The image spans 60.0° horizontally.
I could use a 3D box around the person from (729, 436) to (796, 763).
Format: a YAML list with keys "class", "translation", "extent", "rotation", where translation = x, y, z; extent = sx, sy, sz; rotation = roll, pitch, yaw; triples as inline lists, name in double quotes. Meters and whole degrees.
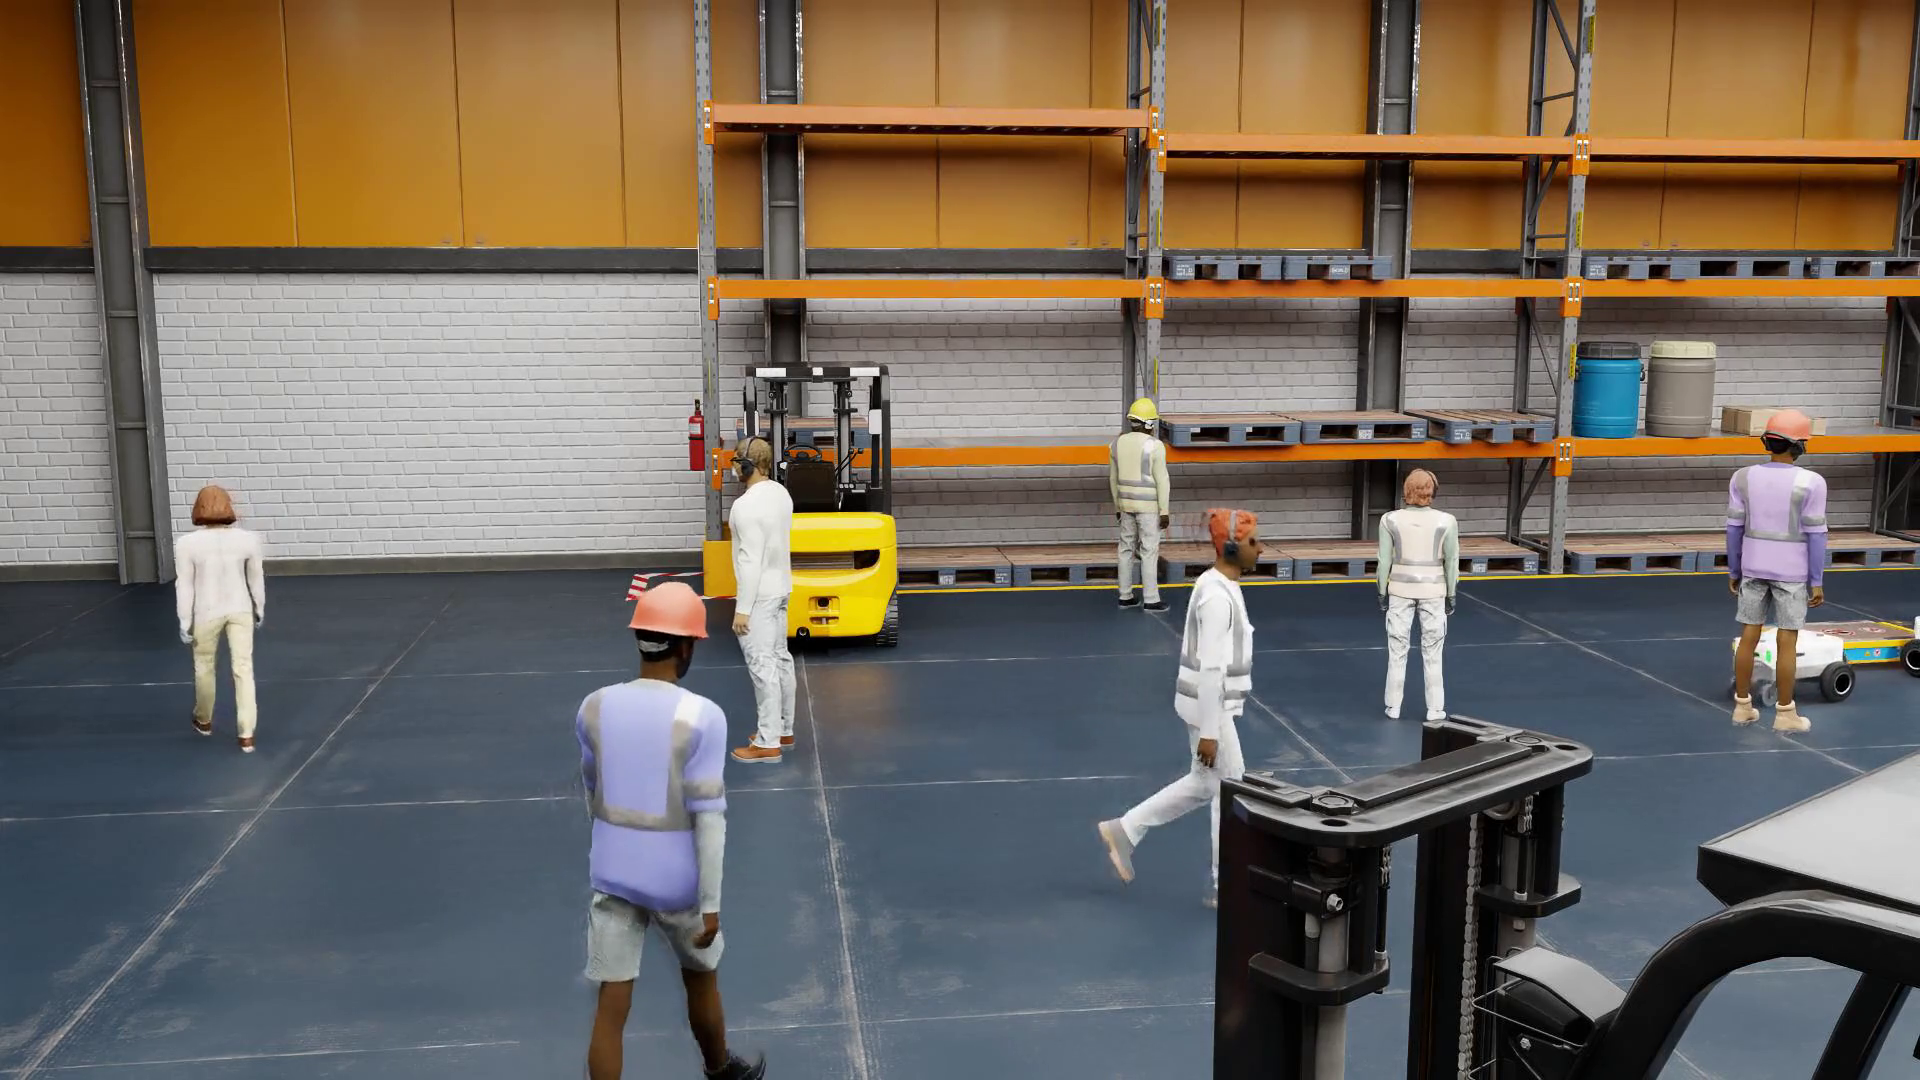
- class: "person"
  translation: [-1.177, 0.351, 9.849]
  extent: [0.362, 1.938, 0.631]
  rotation: [3, 9, 16]

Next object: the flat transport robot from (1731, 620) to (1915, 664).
- class: "flat transport robot"
  translation: [6.605, 0.772, 12.406]
  extent: [1.431, 0.197, 0.652]
  rotation: [-2, 9, -11]

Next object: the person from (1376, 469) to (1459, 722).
- class: "person"
  translation: [2.937, 0.363, 10.700]
  extent: [0.514, 1.642, 0.310]
  rotation: [3, 10, 19]

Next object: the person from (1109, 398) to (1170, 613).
- class: "person"
  translation: [1.555, -0.293, 14.198]
  extent: [0.590, 1.833, 0.404]
  rotation: [9, 12, 43]

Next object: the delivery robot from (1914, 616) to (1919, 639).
- class: "delivery robot"
  translation: [7.144, 0.692, 11.733]
  extent: [0.477, 0.478, 0.707]
  rotation: [-4, 10, -26]

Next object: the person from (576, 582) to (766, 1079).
- class: "person"
  translation: [-0.979, 1.075, 5.478]
  extent: [0.580, 1.878, 0.943]
  rotation: [3, 10, 17]

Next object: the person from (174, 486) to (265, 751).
- class: "person"
  translation: [-4.545, 0.462, 10.223]
  extent: [0.528, 1.590, 0.826]
  rotation: [-6, 11, -35]

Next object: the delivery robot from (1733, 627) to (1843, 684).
- class: "delivery robot"
  translation: [5.616, 0.765, 11.278]
  extent: [0.707, 0.478, 0.477]
  rotation: [-3, 10, -20]

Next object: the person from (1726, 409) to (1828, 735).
- class: "person"
  translation: [5.144, 0.196, 10.484]
  extent: [0.378, 2.045, 0.605]
  rotation: [-7, 12, -39]

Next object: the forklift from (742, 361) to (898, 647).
- class: "forklift"
  translation: [-1.154, -0.340, 13.365]
  extent: [1.214, 2.155, 2.313]
  rotation: [-1, 9, -7]

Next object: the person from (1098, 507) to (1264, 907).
- class: "person"
  translation: [1.049, 0.766, 7.543]
  extent: [0.765, 1.859, 0.594]
  rotation: [2, 9, 11]

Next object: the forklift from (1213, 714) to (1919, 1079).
- class: "forklift"
  translation: [1.441, 1.425, 2.350]
  extent: [1.214, 2.155, 2.313]
  rotation: [-7, 12, -39]
